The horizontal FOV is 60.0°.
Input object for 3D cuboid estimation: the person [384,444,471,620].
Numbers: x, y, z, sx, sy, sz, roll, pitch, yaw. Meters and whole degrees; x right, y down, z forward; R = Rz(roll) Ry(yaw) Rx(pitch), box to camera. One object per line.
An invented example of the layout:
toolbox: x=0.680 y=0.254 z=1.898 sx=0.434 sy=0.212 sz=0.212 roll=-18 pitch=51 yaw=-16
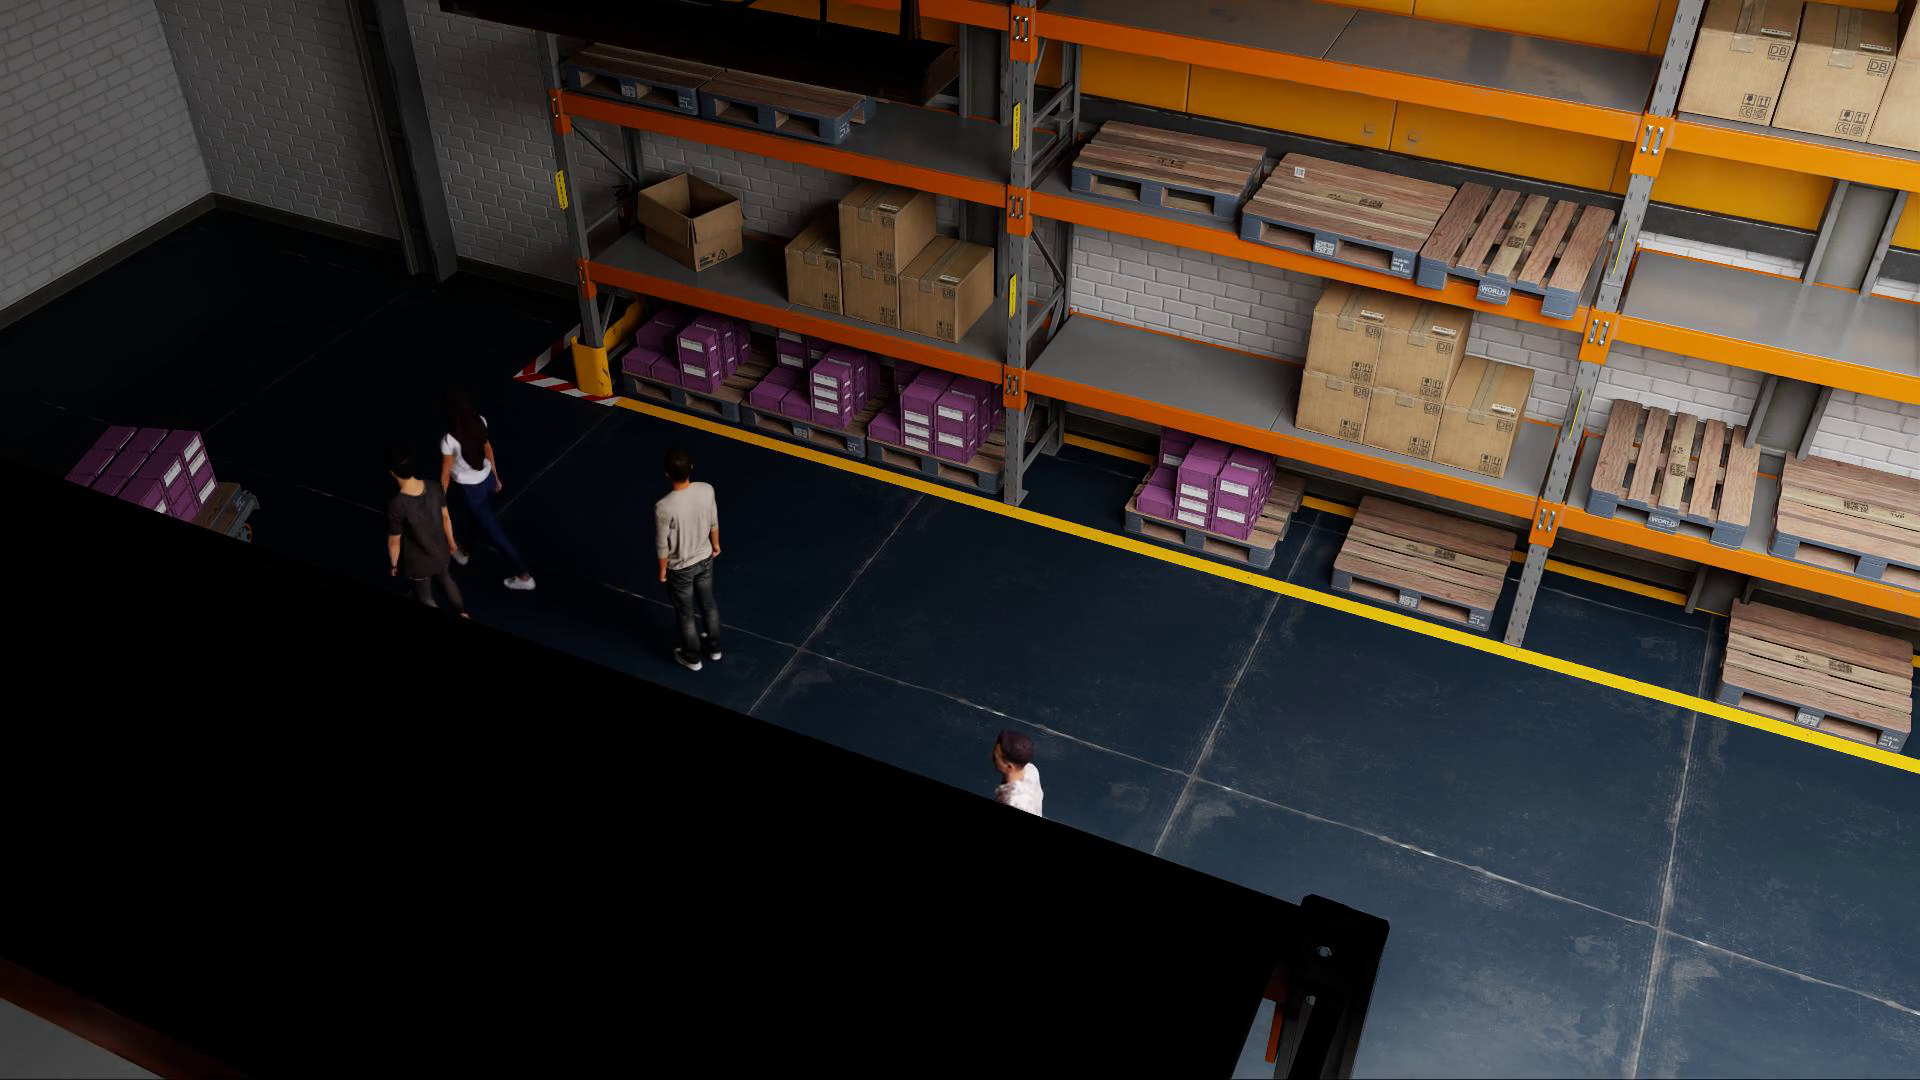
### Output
person: x=-3.726 y=0.090 z=11.643 sx=0.741 sy=1.707 sz=0.704 roll=25 pitch=45 yaw=28

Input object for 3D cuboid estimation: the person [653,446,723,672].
person: x=-1.863 y=0.143 z=11.498 sx=0.723 sy=1.807 sz=0.682 roll=-30 pitch=47 yaw=-32

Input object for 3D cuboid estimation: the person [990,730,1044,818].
person: x=0.371 y=1.807 z=9.423 sx=0.925 sy=1.796 sz=0.791 roll=8 pitch=39 yaw=10

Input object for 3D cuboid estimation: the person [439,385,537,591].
person: x=-3.441 y=-0.323 z=12.137 sx=1.105 sy=1.737 sz=0.664 roll=13 pitch=40 yaw=16
